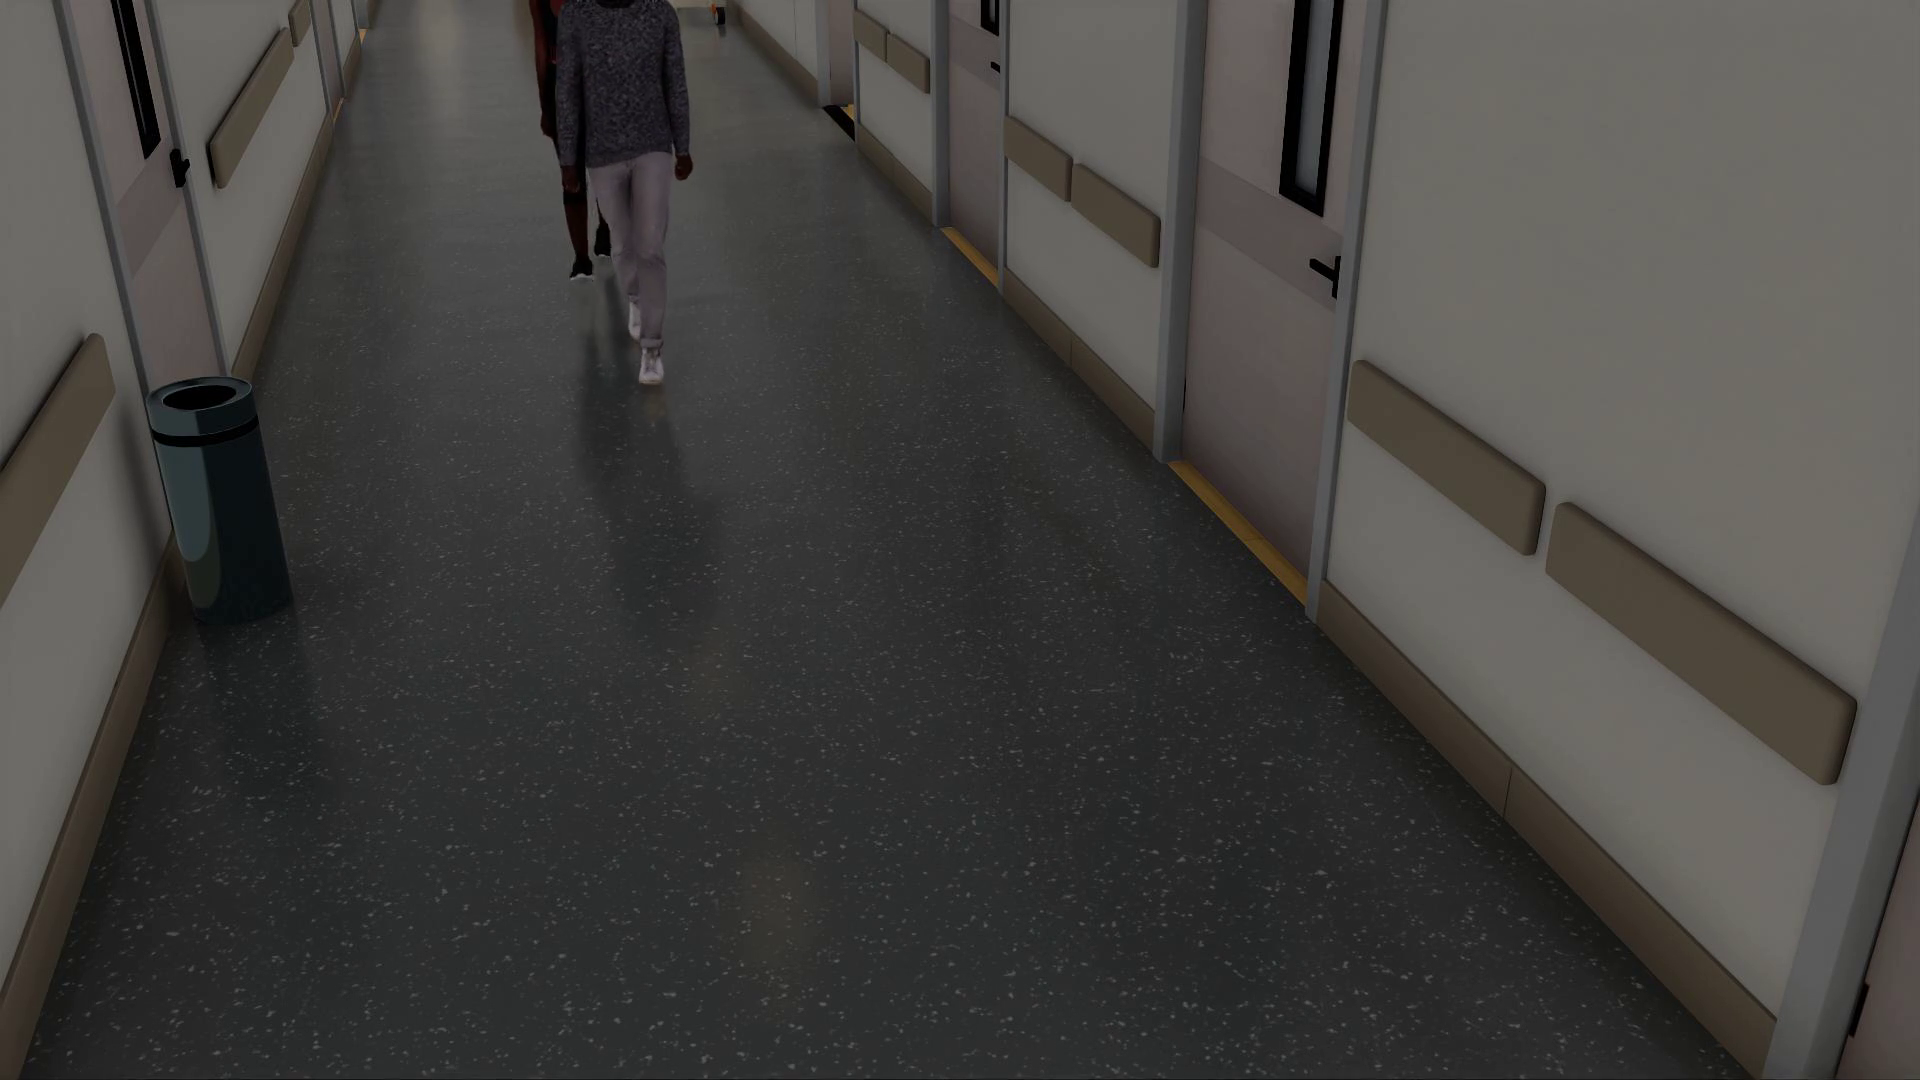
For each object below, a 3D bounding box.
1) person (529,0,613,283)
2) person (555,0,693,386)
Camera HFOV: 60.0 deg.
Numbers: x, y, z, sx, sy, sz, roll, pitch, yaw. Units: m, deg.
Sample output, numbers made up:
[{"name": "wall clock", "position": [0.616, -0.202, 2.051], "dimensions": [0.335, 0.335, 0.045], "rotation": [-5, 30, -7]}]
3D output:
[{"name": "person", "position": [-1.861, -2.192, 8.312], "dimensions": [1.142, 1.713, 0.788], "rotation": [-3, 26, -6]}, {"name": "person", "position": [-1.404, -1.645, 7.069], "dimensions": [1.134, 1.808, 0.843], "rotation": [-3, 26, -6]}]
